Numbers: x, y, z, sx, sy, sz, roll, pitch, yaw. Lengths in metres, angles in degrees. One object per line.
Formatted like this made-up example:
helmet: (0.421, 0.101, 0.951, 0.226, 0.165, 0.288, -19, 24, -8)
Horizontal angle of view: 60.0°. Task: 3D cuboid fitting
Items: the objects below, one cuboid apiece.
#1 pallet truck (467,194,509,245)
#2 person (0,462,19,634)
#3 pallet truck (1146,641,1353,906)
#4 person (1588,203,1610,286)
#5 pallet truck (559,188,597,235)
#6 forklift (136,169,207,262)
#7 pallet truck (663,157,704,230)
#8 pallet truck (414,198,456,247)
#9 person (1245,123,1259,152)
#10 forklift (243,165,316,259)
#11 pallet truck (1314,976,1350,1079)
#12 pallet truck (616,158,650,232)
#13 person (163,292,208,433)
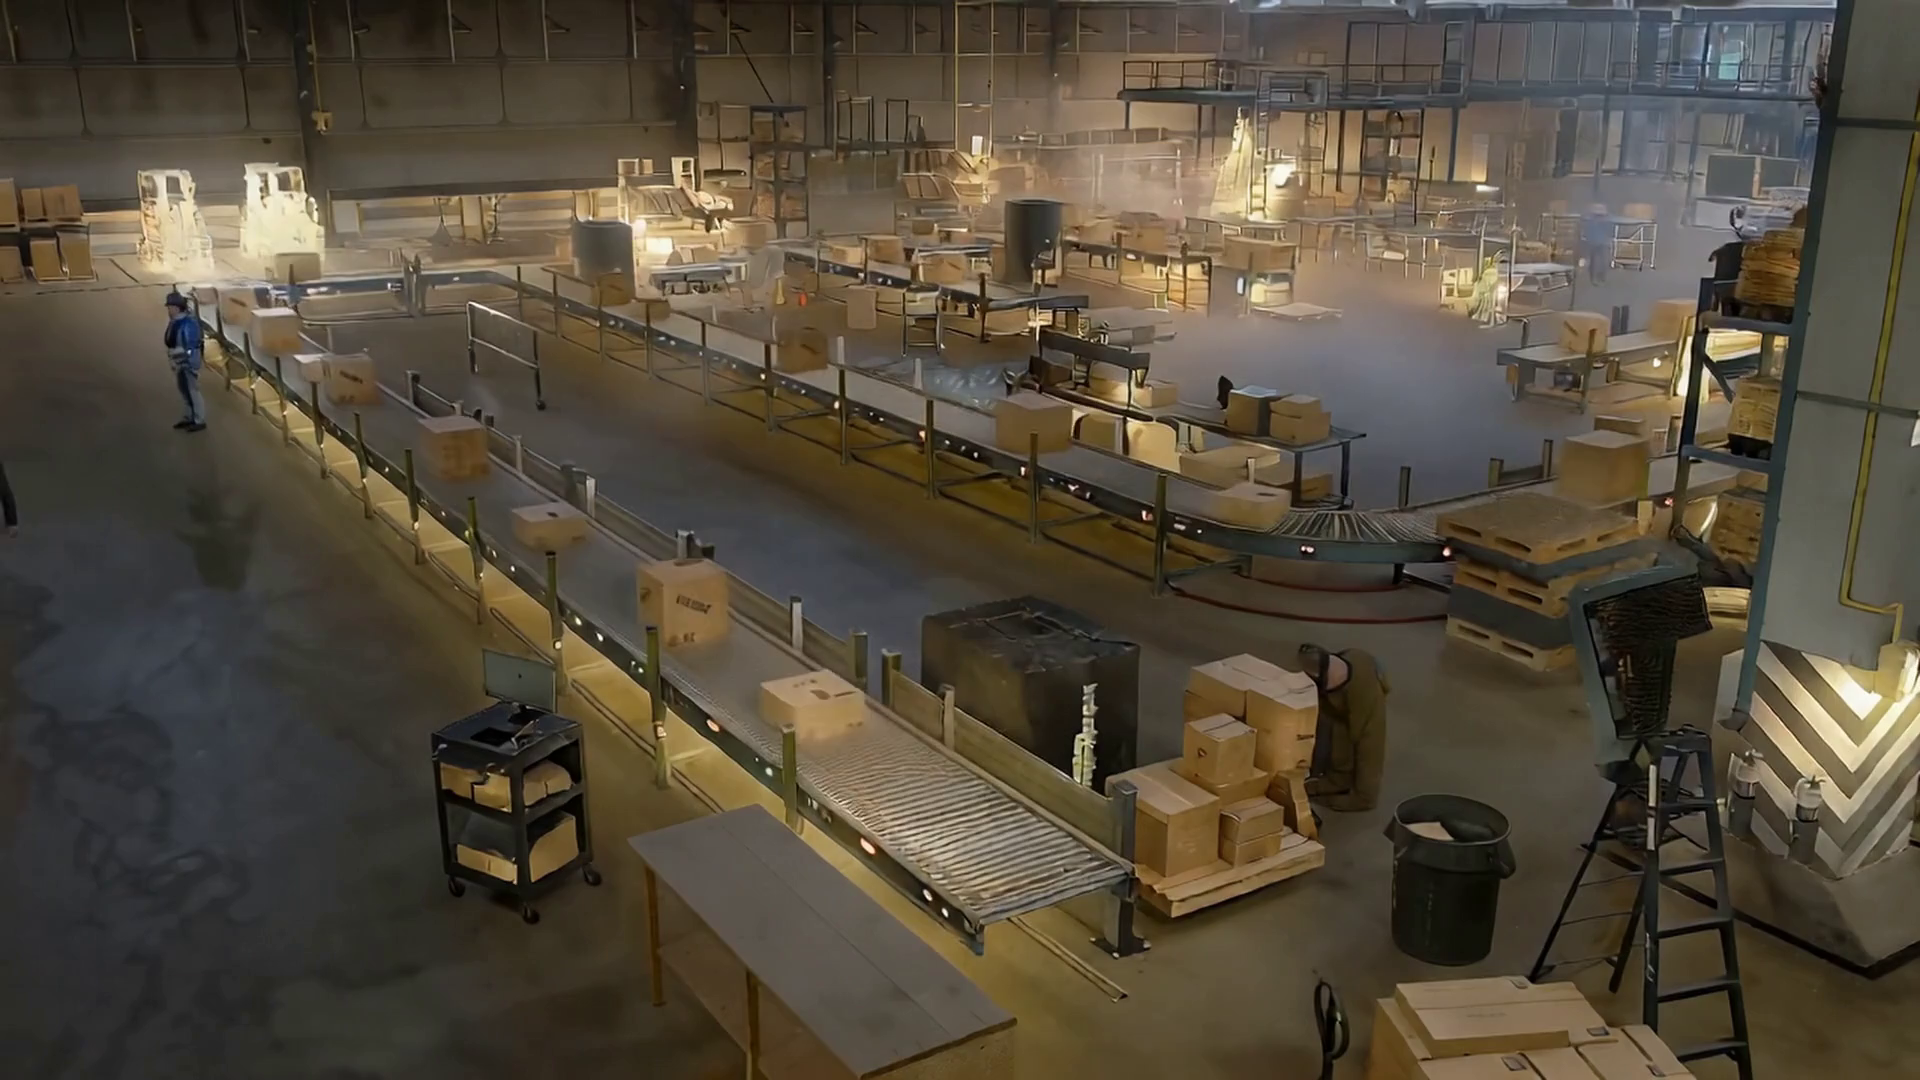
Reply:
pallet truck: (-11.983, -8.177, 42.137, 0.704, 1.261, 1.522, -11, 20, -33)
person: (-8.536, -0.124, 14.373, 0.663, 1.864, 0.989, -7, 18, -22)
pallet truck: (1.664, 1.407, 10.232, 1.630, 1.274, 0.653, -10, 20, -31)
person: (13.299, -6.144, 34.635, 0.546, 1.731, 0.457, -2, 17, -8)
pallet truck: (-10.010, -8.652, 43.699, 0.653, 1.274, 1.630, -10, 20, -31)
forklift: (-17.842, -7.318, 37.559, 1.157, 1.987, 2.680, -10, 20, -31)
pallet truck: (-7.586, -9.308, 44.692, 0.823, 1.965, 1.885, -11, 20, -33)
pallet truck: (-13.250, -8.060, 41.856, 0.680, 1.201, 1.601, -10, 20, -31)
person: (11.591, -15.581, 65.831, 0.585, 1.852, 0.926, -11, 20, -32)
forklift: (-15.898, -7.669, 38.708, 1.157, 1.987, 2.680, -11, 20, -33)
pallet truck: (2.299, 2.390, 7.086, 1.601, 1.201, 0.680, -2, 17, -7)
pallet truck: (-8.918, -9.176, 44.255, 0.823, 1.965, 1.885, -9, 19, -27)
person: (-10.139, -2.322, 21.727, 0.590, 1.833, 0.404, 12, 20, 35)
